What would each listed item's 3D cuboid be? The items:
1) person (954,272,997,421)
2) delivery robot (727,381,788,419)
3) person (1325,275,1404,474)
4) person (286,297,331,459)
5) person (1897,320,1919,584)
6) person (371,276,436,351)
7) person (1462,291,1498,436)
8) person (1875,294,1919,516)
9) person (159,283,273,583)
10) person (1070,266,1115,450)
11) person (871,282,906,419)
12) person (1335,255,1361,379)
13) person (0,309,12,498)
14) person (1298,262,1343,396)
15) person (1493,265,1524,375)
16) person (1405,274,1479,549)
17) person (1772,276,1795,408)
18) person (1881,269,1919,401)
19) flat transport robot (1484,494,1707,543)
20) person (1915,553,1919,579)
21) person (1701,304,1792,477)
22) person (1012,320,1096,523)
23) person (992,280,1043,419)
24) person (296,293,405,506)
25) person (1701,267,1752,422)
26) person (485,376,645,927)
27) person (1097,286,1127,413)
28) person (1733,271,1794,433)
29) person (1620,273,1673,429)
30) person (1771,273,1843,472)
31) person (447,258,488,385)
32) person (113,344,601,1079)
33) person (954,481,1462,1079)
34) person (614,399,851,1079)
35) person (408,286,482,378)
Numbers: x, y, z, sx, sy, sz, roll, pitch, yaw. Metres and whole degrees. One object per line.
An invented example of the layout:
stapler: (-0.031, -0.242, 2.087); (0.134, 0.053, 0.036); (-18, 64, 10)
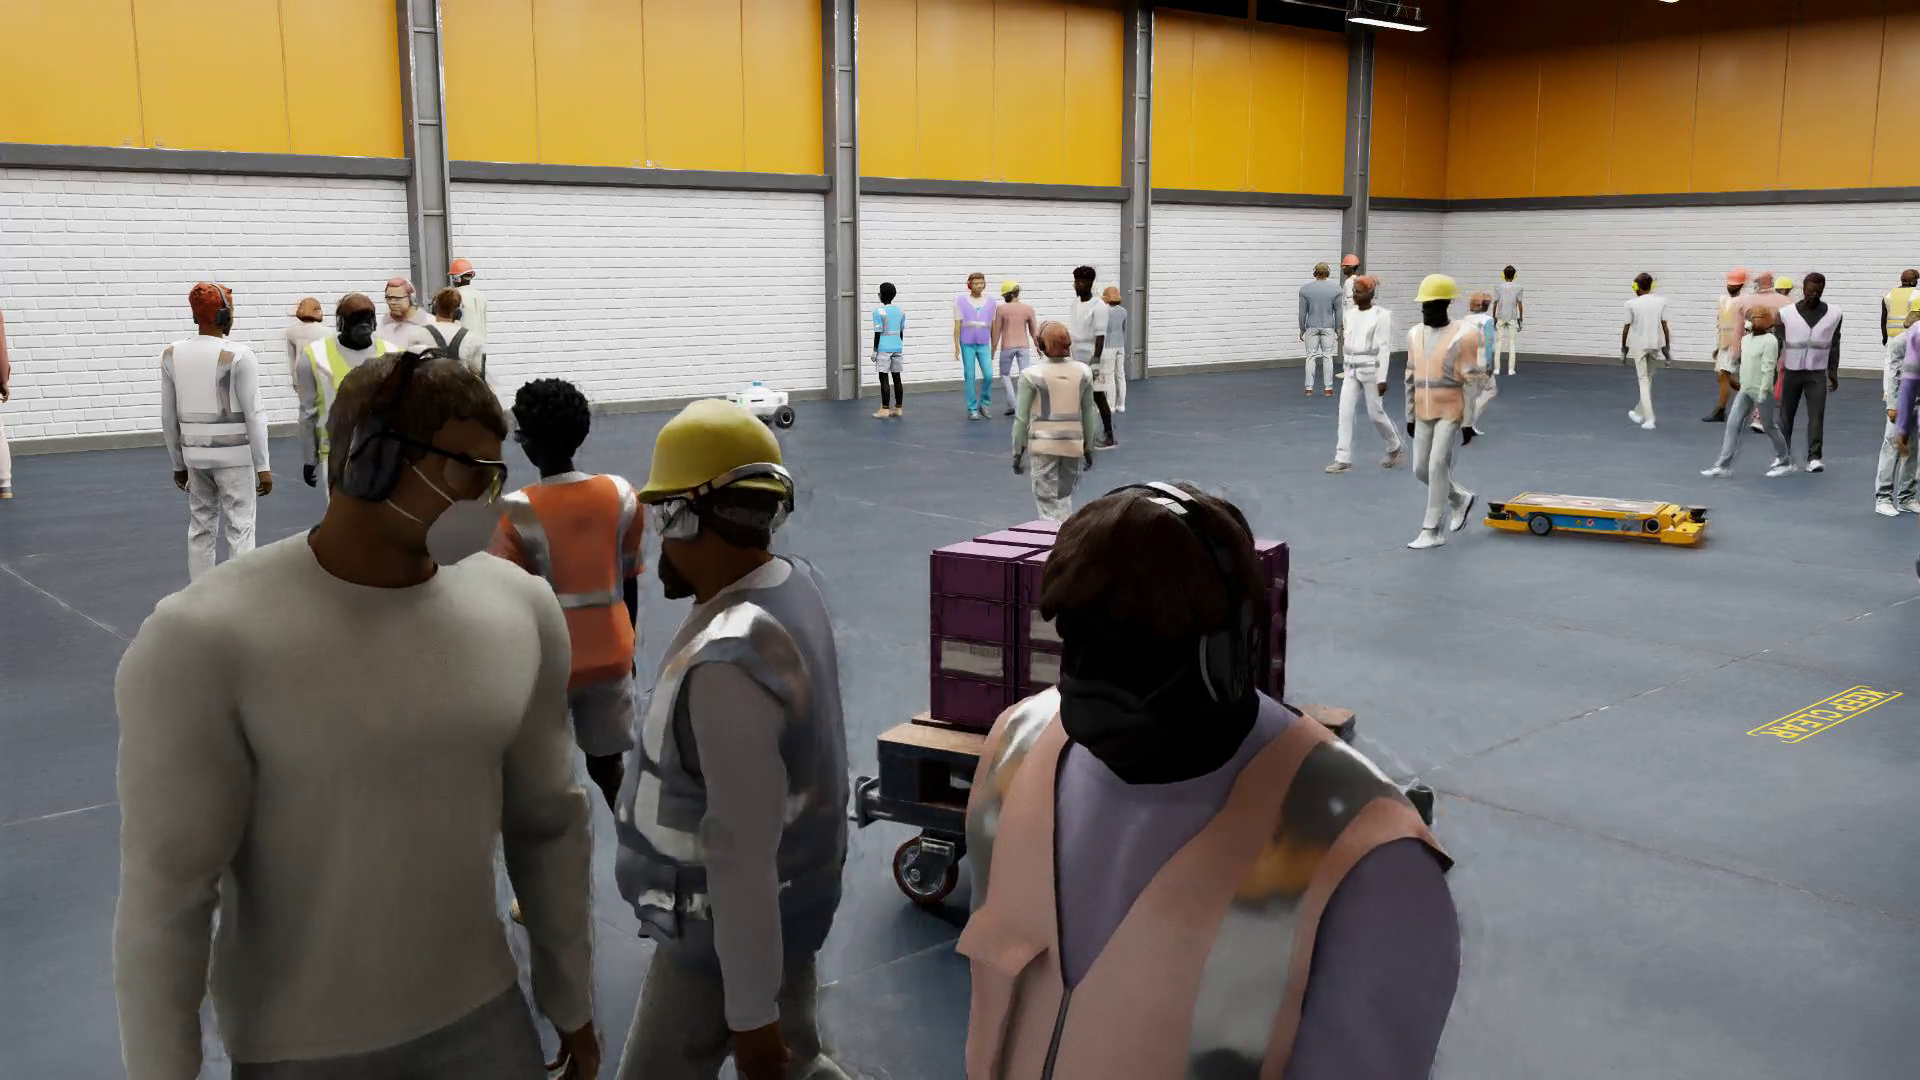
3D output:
person: (0.187, -2.381, 20.487); (0.578, 1.828, 0.474); (-2, 10, -14)
delivery robot: (-2.372, -1.620, 19.482); (0.707, 0.478, 0.477); (-8, 13, -41)
person: (3.837, -1.558, 15.627); (0.916, 1.854, 0.580); (-7, 12, -35)
person: (-6.406, -1.585, 16.427); (0.510, 1.618, 0.377); (2, 10, 11)
person: (6.063, -0.706, 10.115); (0.635, 2.024, 0.587); (7, 12, 34)
person: (-4.143, -1.063, 12.662); (0.661, 1.877, 0.747); (3, 10, 16)
person: (5.806, -1.964, 18.626); (0.366, 1.624, 0.542); (-4, 10, -20)
person: (7.459, -1.055, 12.984); (0.489, 1.743, 0.323); (-3, 10, -16)
person: (-3.913, -0.412, 8.806); (0.587, 1.882, 0.341); (2, 10, 13)
person: (1.235, -1.874, 17.262); (0.907, 1.919, 0.635); (-6, 11, -30)
person: (-0.902, -2.362, 20.774); (0.316, 1.696, 0.540); (8, 13, 40)
person: (6.437, -3.689, 27.533); (0.373, 2.043, 0.614); (5, 11, 25)
person: (-8.192, -1.310, 13.751); (0.393, 1.990, 0.617); (8, 12, 38)
person: (5.204, -3.041, 24.041); (0.630, 1.940, 0.372); (2, 10, 13)
person: (9.372, -3.756, 28.459); (0.509, 1.864, 0.331); (4, 10, 21)
person: (3.398, -0.899, 11.616); (0.691, 1.908, 0.594); (-6, 12, -33)
person: (10.955, -2.634, 22.174); (0.461, 1.754, 0.540); (-1, 10, -6)
person: (13.140, -2.834, 23.138); (0.430, 1.837, 0.623); (-5, 11, -28)
flat transport robot: (4.633, -0.174, 12.129); (1.431, 0.197, 0.652); (6, 11, 31)
person: (4.072, 0.025, 6.363); (1.011, 1.858, 0.642); (-8, 13, -40)
person: (7.286, -1.356, 15.197); (0.846, 1.590, 0.513); (-2, 10, -10)
person: (0.557, -0.537, 10.270); (0.538, 1.623, 0.433); (-5, 11, -25)
person: (0.706, -2.380, 20.803); (0.710, 1.721, 0.560); (-3, 10, -16)
person: (-3.299, -0.454, 9.272); (0.648, 1.809, 0.830); (-6, 12, -32)
person: (9.470, -2.373, 20.264); (0.716, 1.895, 0.557); (-2, 10, -12)
person: (-1.106, 0.368, 4.821); (0.542, 1.680, 0.626); (-9, 13, -42)
person: (1.964, -2.457, 21.513); (0.501, 1.633, 0.281); (-9, 13, -42)
person: (9.274, -2.165, 19.201); (0.655, 1.858, 0.967); (8, 12, 38)
person: (8.095, -2.249, 19.738); (0.543, 1.819, 0.930); (0, 10, -2)
person: (7.972, -1.571, 15.694); (0.626, 1.870, 0.817); (3, 10, 15)
person: (-5.422, -2.086, 18.286); (0.395, 1.994, 0.612); (3, 10, 19)
person: (-0.852, 0.682, 2.357); (0.496, 1.916, 0.679); (9, 13, 42)
person: (0.167, 0.829, 1.805); (0.633, 1.788, 0.978); (9, 13, 43)
person: (-0.370, 0.643, 2.922); (0.885, 1.791, 0.590); (1, 10, 4)
person: (-3.611, -0.858, 11.615); (0.564, 1.815, 0.408); (-5, 11, -28)
